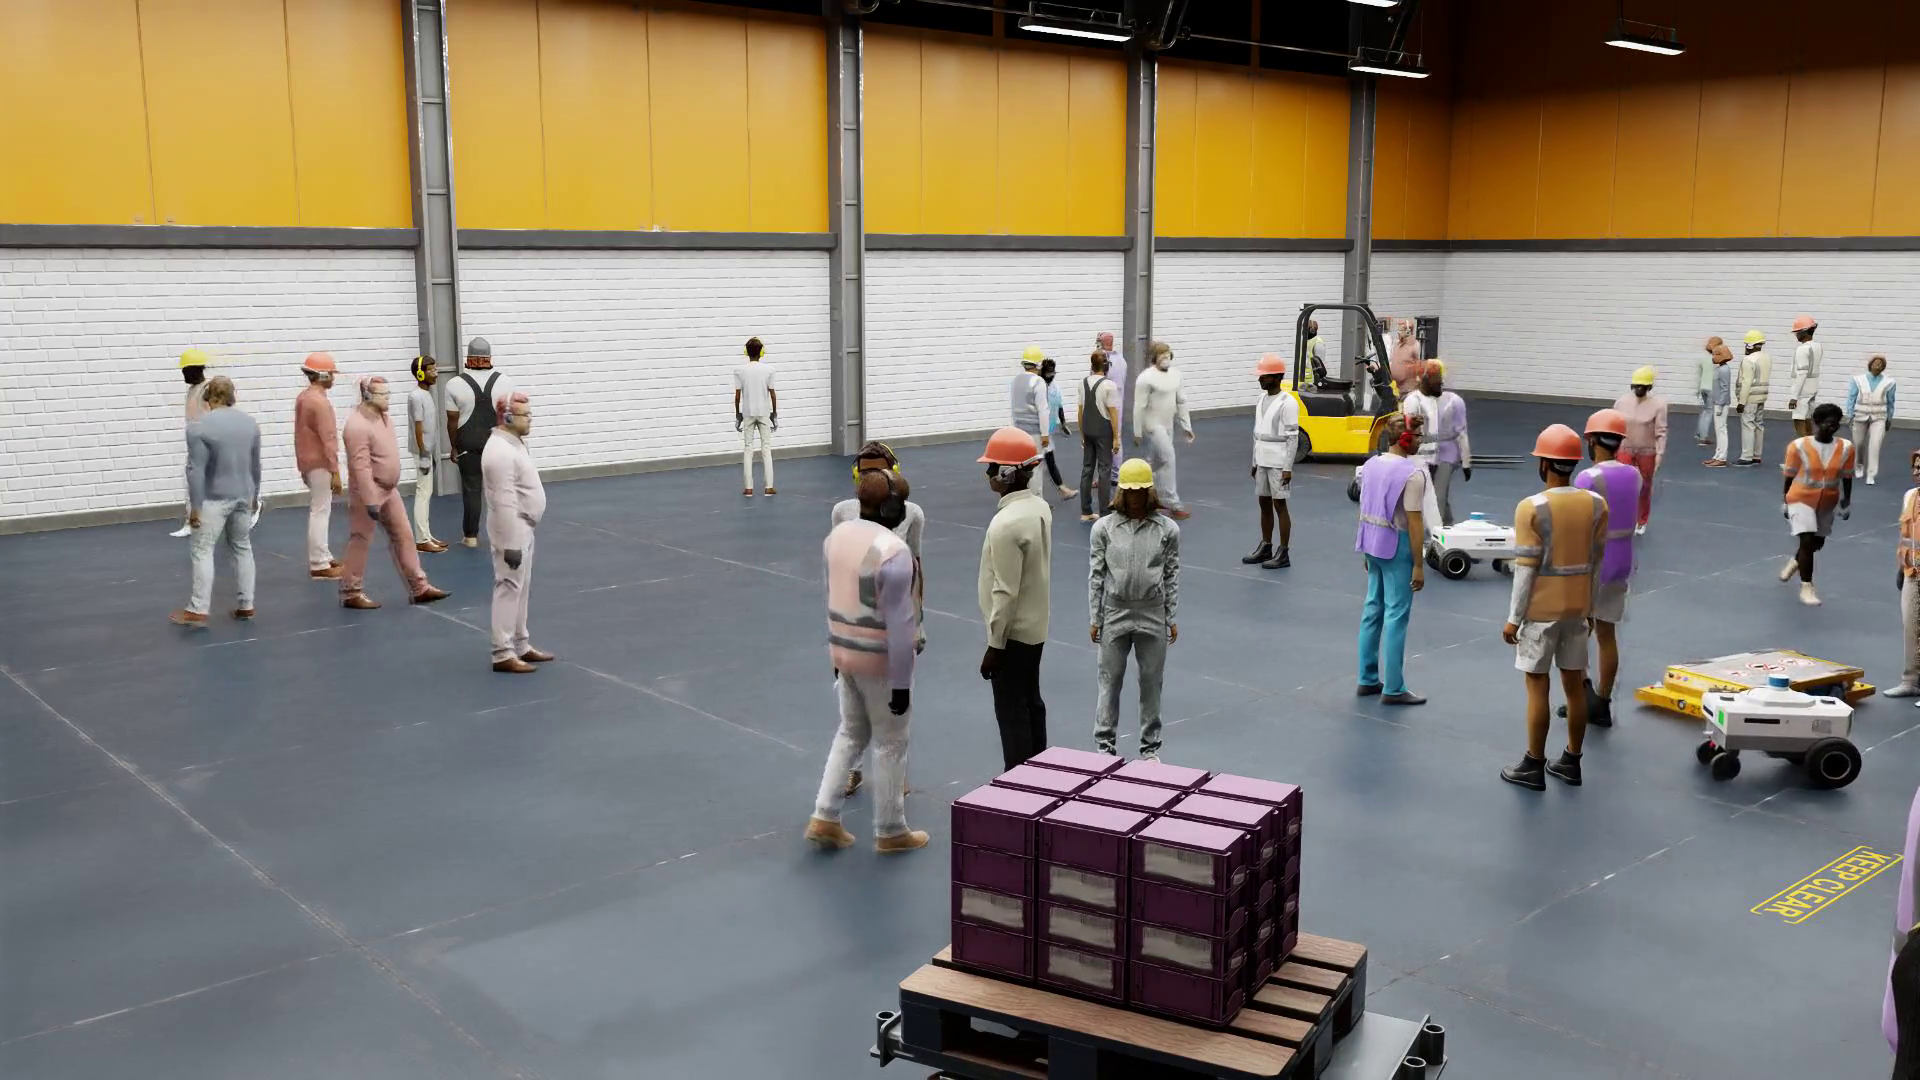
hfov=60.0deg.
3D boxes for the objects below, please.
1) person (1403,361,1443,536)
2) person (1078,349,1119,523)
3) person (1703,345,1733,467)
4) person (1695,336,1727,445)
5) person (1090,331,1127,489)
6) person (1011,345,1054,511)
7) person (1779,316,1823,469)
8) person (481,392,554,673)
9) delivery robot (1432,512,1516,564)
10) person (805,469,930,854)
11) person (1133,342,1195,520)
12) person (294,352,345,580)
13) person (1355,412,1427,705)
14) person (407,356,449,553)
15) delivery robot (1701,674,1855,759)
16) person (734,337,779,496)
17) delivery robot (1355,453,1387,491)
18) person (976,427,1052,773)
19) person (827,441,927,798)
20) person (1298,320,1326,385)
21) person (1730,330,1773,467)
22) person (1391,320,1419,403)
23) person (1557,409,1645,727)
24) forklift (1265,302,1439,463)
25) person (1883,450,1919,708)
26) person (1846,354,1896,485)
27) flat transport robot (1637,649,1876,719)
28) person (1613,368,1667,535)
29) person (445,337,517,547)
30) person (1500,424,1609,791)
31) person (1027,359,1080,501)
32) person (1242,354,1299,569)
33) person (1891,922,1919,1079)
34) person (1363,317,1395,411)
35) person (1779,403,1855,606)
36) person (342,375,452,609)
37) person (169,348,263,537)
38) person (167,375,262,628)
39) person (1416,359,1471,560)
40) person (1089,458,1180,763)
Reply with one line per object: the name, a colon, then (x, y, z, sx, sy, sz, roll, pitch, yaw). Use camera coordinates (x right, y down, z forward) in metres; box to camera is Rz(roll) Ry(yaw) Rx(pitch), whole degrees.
person: (4.349, -0.714, 15.327, 0.892, 1.847, 0.613, 7, 12, 34)
person: (1.463, -1.079, 17.477, 0.507, 1.844, 0.341, 9, 13, 42)
person: (10.169, -1.793, 22.273, 0.287, 1.632, 0.501, 3, 10, 19)
person: (11.209, -2.221, 24.804, 0.417, 1.622, 0.498, -4, 10, -20)
person: (1.754, -1.574, 20.204, 0.400, 1.905, 0.644, 7, 12, 36)
person: (0.808, -1.226, 18.357, 0.404, 1.836, 0.597, -6, 12, -33)
person: (11.084, -1.932, 21.919, 0.389, 2.034, 0.605, 9, 13, 44)
person: (-3.016, -0.053, 11.309, 0.403, 1.907, 0.653, -1, 10, -9)
delivery robot: (4.542, 0.001, 14.650, 0.707, 0.478, 0.477, 0, 10, 0)
person: (-0.415, 0.578, 7.831, 0.477, 1.842, 0.644, -7, 12, -37)
person: (2.209, -1.157, 17.829, 0.697, 1.913, 0.622, 7, 12, 34)
person: (-5.550, -0.646, 14.569, 0.516, 1.979, 0.678, -8, 12, -39)
person: (2.711, 0.115, 10.491, 0.374, 1.840, 0.569, -4, 10, -21)
person: (-5.091, -0.819, 15.879, 0.331, 1.874, 0.519, -2, 10, -10)
delivery robot: (4.409, 0.967, 8.993, 0.707, 0.478, 0.477, 1, 10, 8)
person: (-2.390, -1.443, 19.533, 0.510, 1.872, 0.328, -1, 10, -4)
delivery robot: (4.870, -0.755, 19.078, 0.707, 0.478, 0.477, -8, 12, -38)
person: (0.257, 0.443, 8.126, 0.378, 1.995, 0.612, 3, 10, 18)
person: (-0.431, 0.417, 8.652, 0.521, 1.869, 0.328, 0, 10, 1)
person: (5.352, -2.458, 25.554, 0.429, 1.842, 0.634, -2, 10, -13)
person: (10.582, -1.889, 22.253, 0.593, 1.832, 0.403, -7, 12, -35)
person: (6.382, -2.204, 23.899, 0.401, 1.904, 0.640, -4, 10, -22)
person: (3.833, 0.171, 9.986, 0.554, 1.904, 0.463, -5, 11, -25)
forklift: (5.320, -2.157, 22.763, 2.313, 2.155, 1.214, 3, 10, 16)
person: (6.067, 0.235, 10.424, 0.324, 1.628, 0.516, -2, 10, -9)
person: (11.347, -1.521, 20.732, 0.511, 1.607, 0.779, 6, 11, 31)
flat transport robot: (5.023, 0.904, 10.466, 1.431, 0.197, 0.652, -5, 11, -28)
person: (6.741, -0.857, 16.547, 0.533, 1.706, 0.923, 6, 12, 32)
person: (-4.649, -0.957, 16.190, 0.682, 2.000, 0.537, -4, 10, -21)
person: (3.122, 0.357, 8.790, 0.542, 1.939, 0.364, -3, 10, -17)
person: (1.014, -1.262, 19.100, 0.882, 1.632, 0.529, 6, 12, 33)
person: (2.800, -0.706, 15.021, 0.373, 1.935, 0.552, -5, 11, -25)
person: (2.135, 1.352, 3.253, 0.625, 1.843, 0.430, 0, 10, 3)
person: (6.870, -2.712, 27.081, 0.583, 1.842, 0.987, -4, 10, -20)
person: (6.986, -0.327, 13.667, 0.537, 1.656, 0.764, 1, 10, 4)
person: (-4.540, -0.367, 13.235, 0.913, 1.867, 0.677, 1, 10, 5)
person: (-7.573, -0.992, 16.820, 0.589, 1.897, 0.830, 8, 13, 40)
person: (-5.664, -0.297, 12.738, 0.397, 1.906, 0.796, 5, 11, 25)
person: (4.465, -0.766, 15.633, 0.838, 1.865, 0.608, -7, 12, -34)
person: (0.938, 0.426, 8.962, 0.493, 1.743, 0.299, 0, 10, 0)
